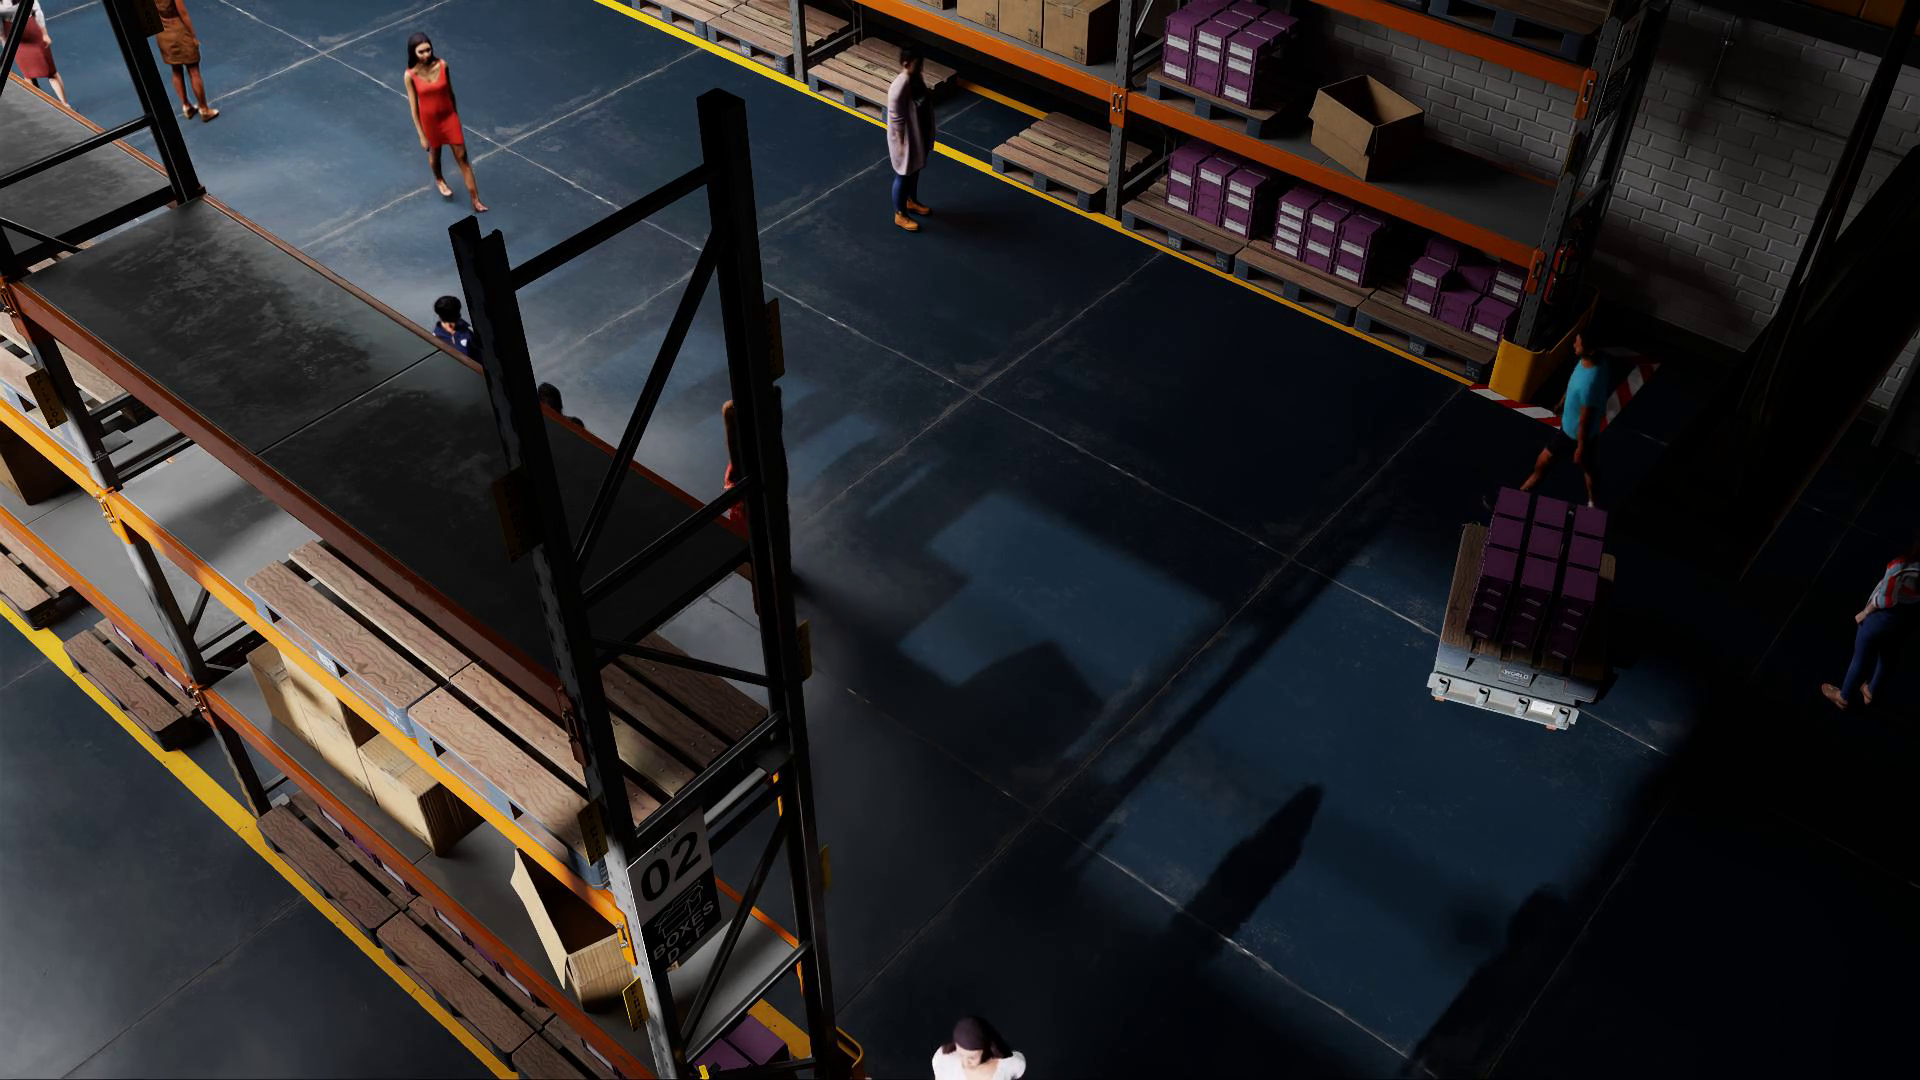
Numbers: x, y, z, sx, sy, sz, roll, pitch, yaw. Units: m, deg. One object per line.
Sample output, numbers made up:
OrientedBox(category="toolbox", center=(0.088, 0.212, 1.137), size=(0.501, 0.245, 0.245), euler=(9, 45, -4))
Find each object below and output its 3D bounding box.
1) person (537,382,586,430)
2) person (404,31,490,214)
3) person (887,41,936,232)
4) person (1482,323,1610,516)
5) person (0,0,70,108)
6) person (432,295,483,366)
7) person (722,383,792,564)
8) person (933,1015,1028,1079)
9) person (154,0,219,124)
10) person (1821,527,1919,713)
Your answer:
OrientedBox(category="person", center=(-2.691, -0.333, 11.434), size=(0.701, 1.628, 0.709), euler=(-19, 47, -19))
OrientedBox(category="person", center=(-4.754, -3.787, 15.033), size=(0.797, 1.664, 1.178), euler=(-27, 50, -26))
OrientedBox(category="person", center=(-0.457, -3.615, 14.794), size=(0.737, 1.747, 0.764), euler=(16, 46, 16))
OrientedBox(category="person", center=(4.477, -0.764, 11.813), size=(1.203, 1.730, 0.989), euler=(15, 46, 16))
OrientedBox(category="person", center=(-9.008, -4.818, 16.052), size=(0.672, 1.752, 0.689), euler=(-11, 45, -11))
OrientedBox(category="person", center=(-3.836, -1.348, 12.794), size=(0.599, 1.222, 0.642), euler=(-9, 44, -9))
OrientedBox(category="person", center=(-1.344, -0.485, 11.483), size=(0.857, 1.780, 1.037), euler=(-18, 47, -18))
OrientedBox(category="person", center=(0.079, 2.739, 8.186), size=(1.003, 1.660, 0.996), euler=(2, 44, 2))
OrientedBox(category="person", center=(-7.629, -4.879, 16.165), size=(0.595, 1.684, 0.703), euler=(10, 44, 10))
OrientedBox(category="person", center=(5.960, 0.475, 10.596), size=(0.662, 1.613, 0.700), euler=(-7, 44, -8))
